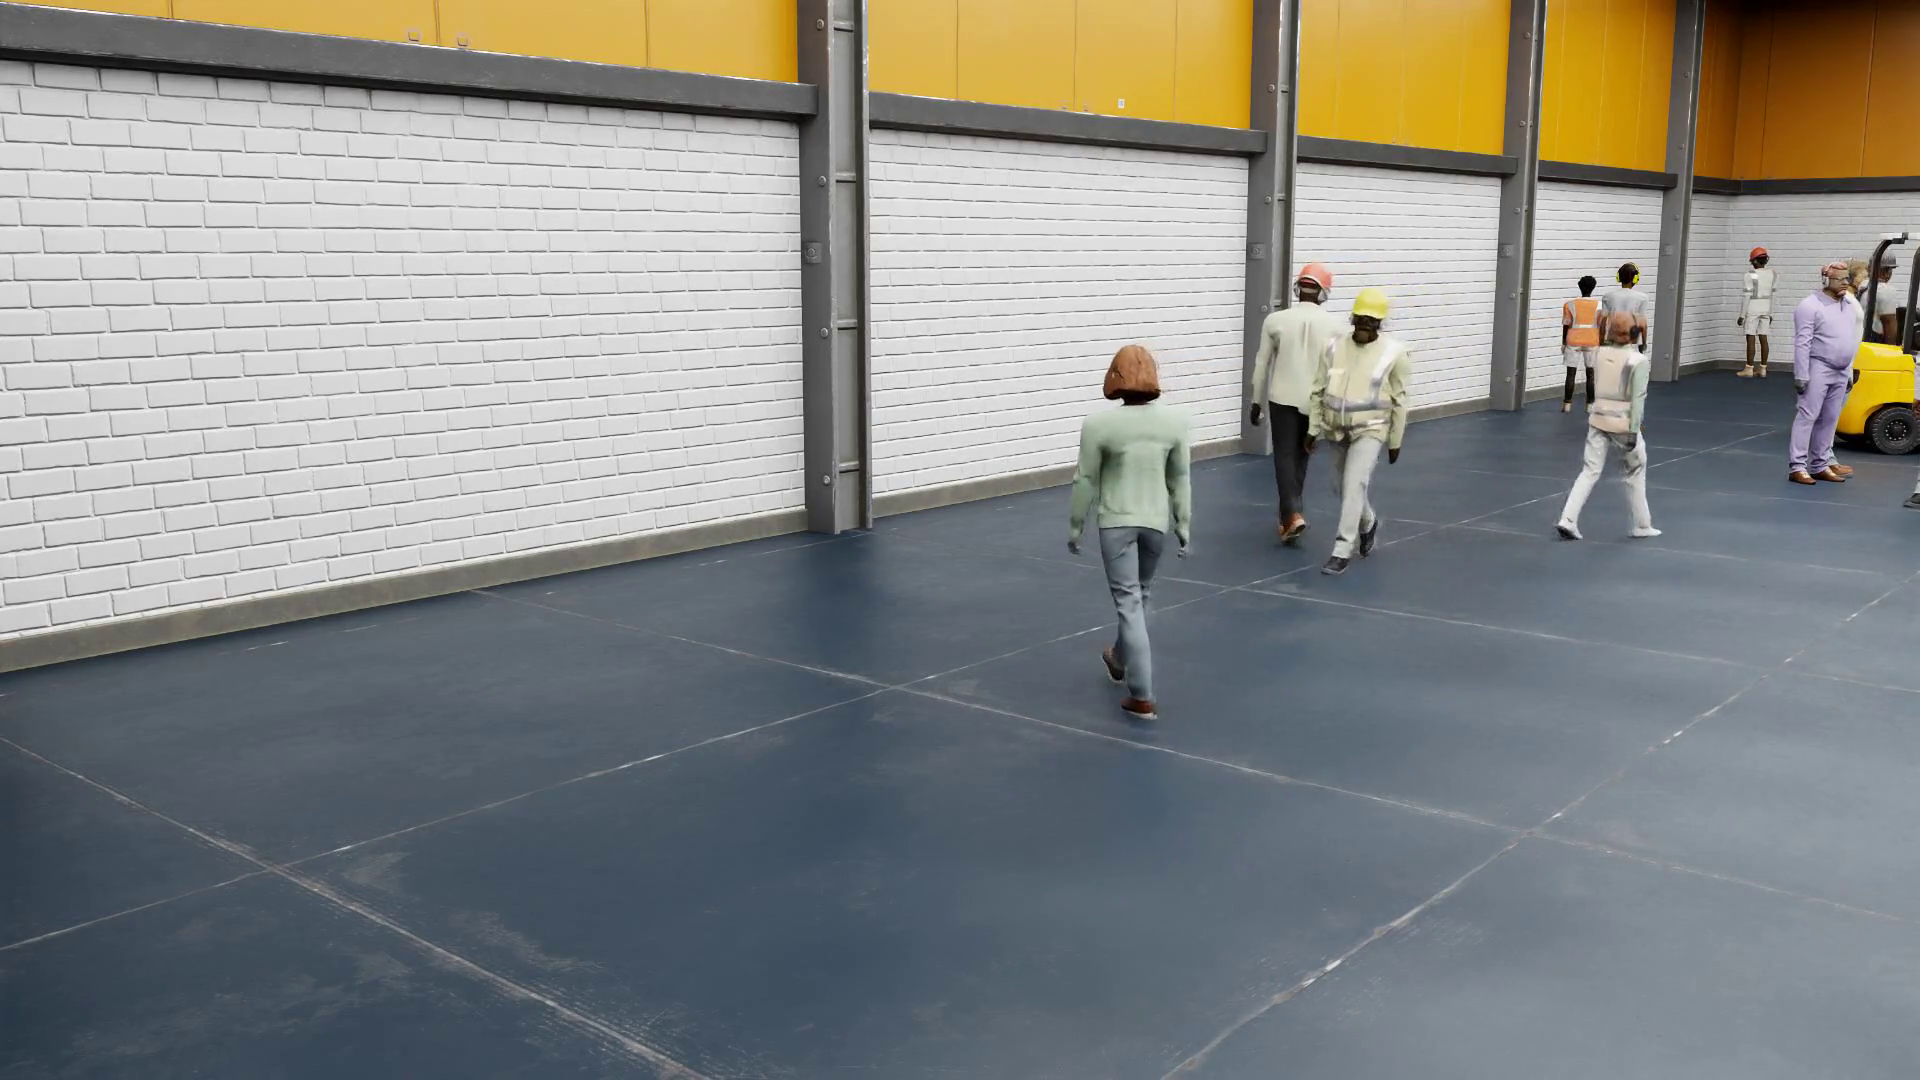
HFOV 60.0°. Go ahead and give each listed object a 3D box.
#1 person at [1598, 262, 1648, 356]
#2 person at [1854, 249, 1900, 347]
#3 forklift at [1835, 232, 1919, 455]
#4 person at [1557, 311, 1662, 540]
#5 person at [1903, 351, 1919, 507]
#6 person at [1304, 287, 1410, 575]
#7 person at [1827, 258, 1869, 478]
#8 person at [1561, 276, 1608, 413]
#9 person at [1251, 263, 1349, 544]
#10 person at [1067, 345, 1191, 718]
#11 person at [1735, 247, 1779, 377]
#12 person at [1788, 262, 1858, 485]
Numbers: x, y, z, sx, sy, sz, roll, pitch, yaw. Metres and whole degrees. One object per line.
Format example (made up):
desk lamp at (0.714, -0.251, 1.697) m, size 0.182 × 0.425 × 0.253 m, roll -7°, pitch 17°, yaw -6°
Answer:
person at (7.279, -2.103, 18.265) m, size 0.538 × 1.869 × 0.313 m, roll 7°, pitch 12°, yaw 34°
person at (9.785, -2.103, 17.777) m, size 0.540 × 2.000 × 0.686 m, roll 0°, pitch 10°, yaw -1°
forklift at (9.955, -1.972, 16.595) m, size 2.313 × 2.155 × 1.214 m, roll 1°, pitch 10°, yaw 8°
person at (4.533, -0.789, 11.547) m, size 0.824 × 1.602 × 0.512 m, roll -5°, pitch 11°, yaw -27°
person at (7.654, -1.131, 12.838) m, size 0.404 × 1.830 × 0.601 m, roll -7°, pitch 12°, yaw -34°
person at (2.547, -0.711, 10.568) m, size 0.589 × 1.794 × 0.869 m, roll 8°, pitch 13°, yaw 38°
person at (7.855, -1.534, 14.835) m, size 0.370 × 1.938 × 0.627 m, roll 6°, pitch 11°, yaw 29°
person at (7.669, -2.399, 20.462) m, size 0.529 × 1.691 × 0.318 m, roll 3°, pitch 10°, yaw 14°
person at (2.361, -0.951, 11.571) m, size 0.642 × 1.943 × 1.005 m, roll 1°, pitch 10°, yaw 7°
person at (0.717, -0.064, 7.399) m, size 0.523 × 1.592 × 0.801 m, roll -3°, pitch 11°, yaw -19°
person at (12.505, -3.567, 26.136) m, size 0.605 × 2.034 × 0.391 m, roll -2°, pitch 10°, yaw -14°
person at (7.469, -1.431, 14.335) m, size 0.651 × 1.906 × 0.403 m, roll -5°, pitch 11°, yaw -24°
